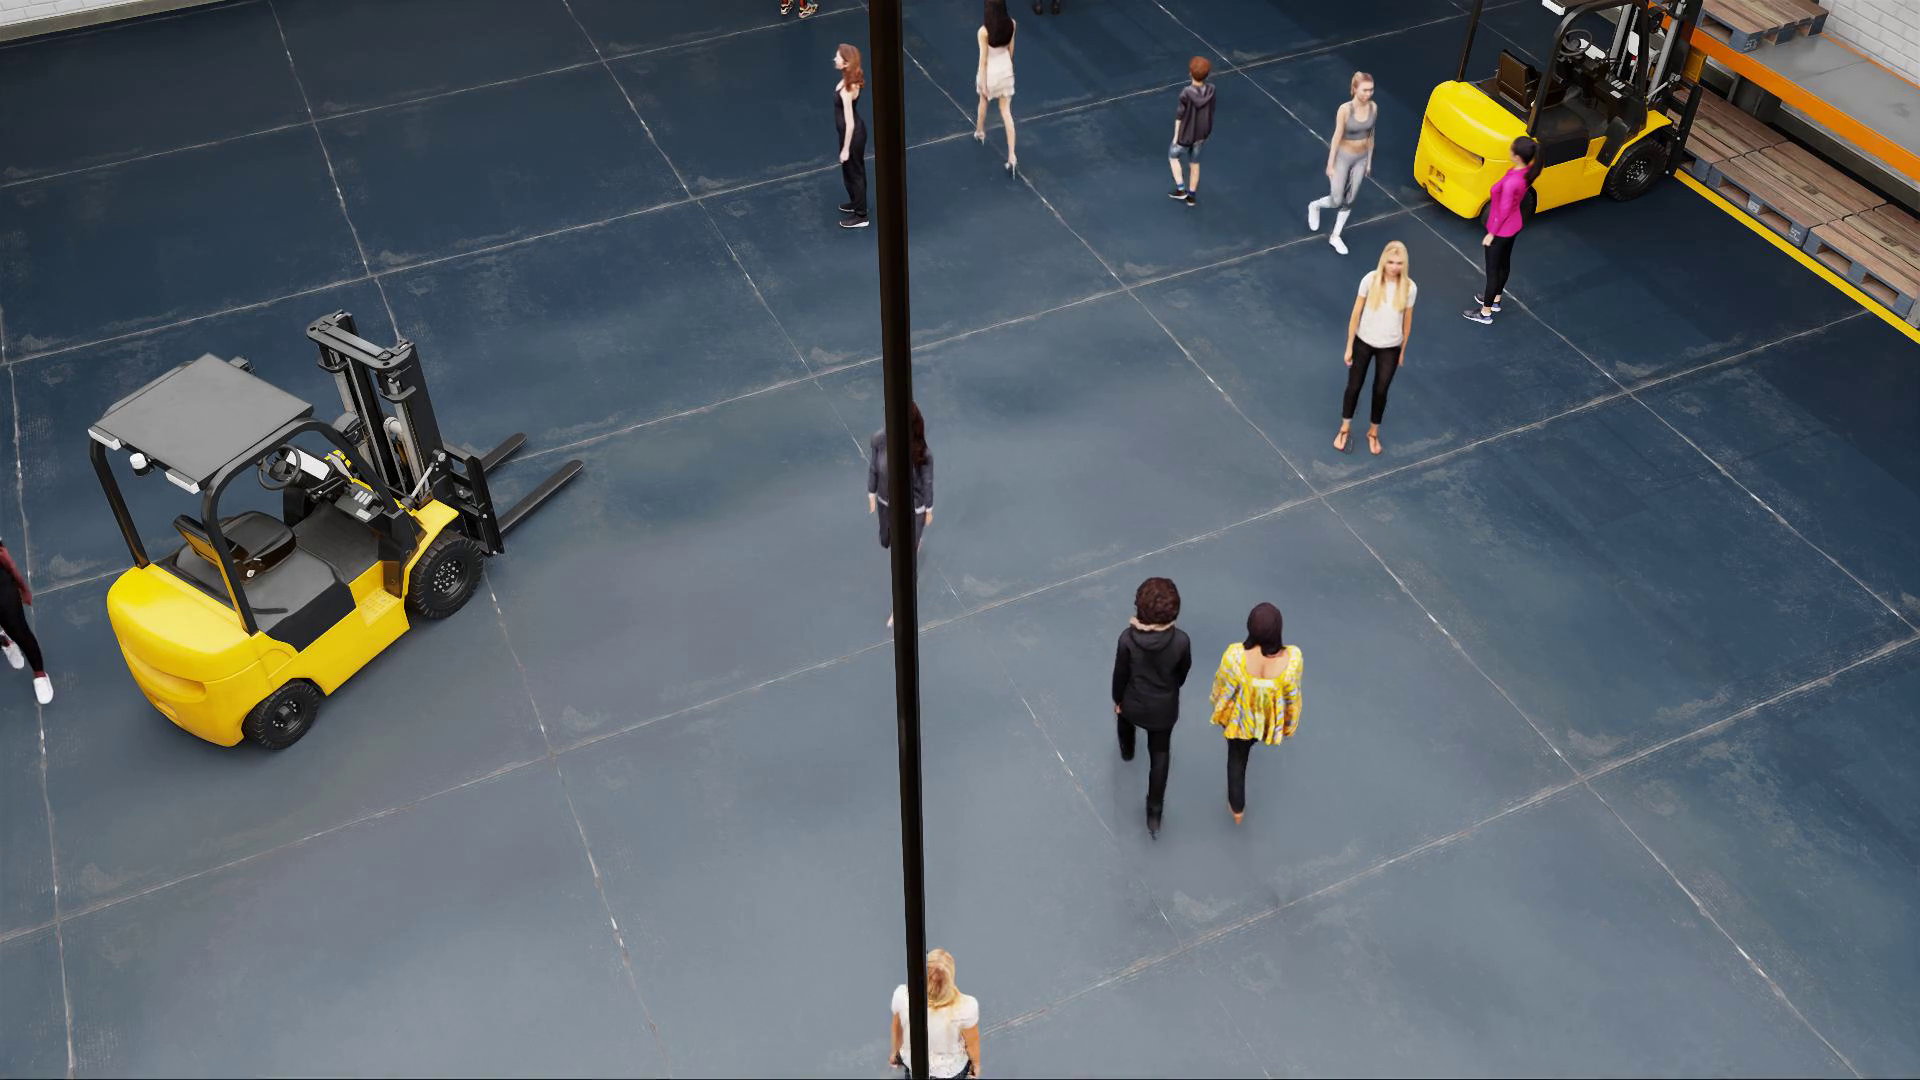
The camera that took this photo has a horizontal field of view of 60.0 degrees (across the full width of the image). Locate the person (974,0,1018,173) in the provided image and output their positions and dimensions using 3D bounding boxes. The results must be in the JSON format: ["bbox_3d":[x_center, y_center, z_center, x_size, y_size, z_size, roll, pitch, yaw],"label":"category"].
[{"bbox_3d":[0.394,-4.260,15.550,0.578,1.690,1.053,-17,46,-17],"label":"person"}]

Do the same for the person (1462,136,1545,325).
[{"bbox_3d":[4.519,-2.576,13.782,0.705,1.700,0.681,28,50,26],"label":"person"}]

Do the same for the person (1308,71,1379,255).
[{"bbox_3d":[3.374,-3.350,14.594,0.601,1.691,0.804,-14,45,-14],"label":"person"}]

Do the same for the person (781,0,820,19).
[{"bbox_3d":[-1.819,-6.520,17.836,0.676,1.808,0.754,17,46,17],"label":"person"}]

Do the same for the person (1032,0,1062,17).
[{"bbox_3d":[0.972,-6.521,17.859,0.699,1.778,0.630,-5,44,-5],"label":"person"}]

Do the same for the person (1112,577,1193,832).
[{"bbox_3d":[1.149,1.010,9.979,0.961,1.744,1.219,1,44,1],"label":"person"}]

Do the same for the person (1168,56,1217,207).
[{"bbox_3d":[2.127,-3.673,15.118,0.567,1.436,0.566,-13,45,-13],"label":"person"}]

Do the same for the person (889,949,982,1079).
[{"bbox_3d":[-0.142,2.643,8.224,0.785,1.800,0.848,7,44,7],"label":"person"}]

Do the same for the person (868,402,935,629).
[{"bbox_3d":[-0.376,-0.287,11.340,1.061,1.745,1.084,17,46,17],"label":"person"}]

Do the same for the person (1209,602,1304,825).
[{"bbox_3d":[1.761,1.088,9.989,0.971,1.617,1.145,2,44,2],"label":"person"}]

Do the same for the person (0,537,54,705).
[{"bbox_3d":[-6.277,0.331,10.708,0.671,1.721,0.811,-25,49,-24],"label":"person"}]

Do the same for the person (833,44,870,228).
[{"bbox_3d":[-0.958,-3.612,14.828,0.718,1.748,0.588,-1,44,-1],"label":"person"}]

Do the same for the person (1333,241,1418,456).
[{"bbox_3d":[3.118,-1.474,12.526,0.692,1.827,0.716,7,44,7],"label":"person"}]
